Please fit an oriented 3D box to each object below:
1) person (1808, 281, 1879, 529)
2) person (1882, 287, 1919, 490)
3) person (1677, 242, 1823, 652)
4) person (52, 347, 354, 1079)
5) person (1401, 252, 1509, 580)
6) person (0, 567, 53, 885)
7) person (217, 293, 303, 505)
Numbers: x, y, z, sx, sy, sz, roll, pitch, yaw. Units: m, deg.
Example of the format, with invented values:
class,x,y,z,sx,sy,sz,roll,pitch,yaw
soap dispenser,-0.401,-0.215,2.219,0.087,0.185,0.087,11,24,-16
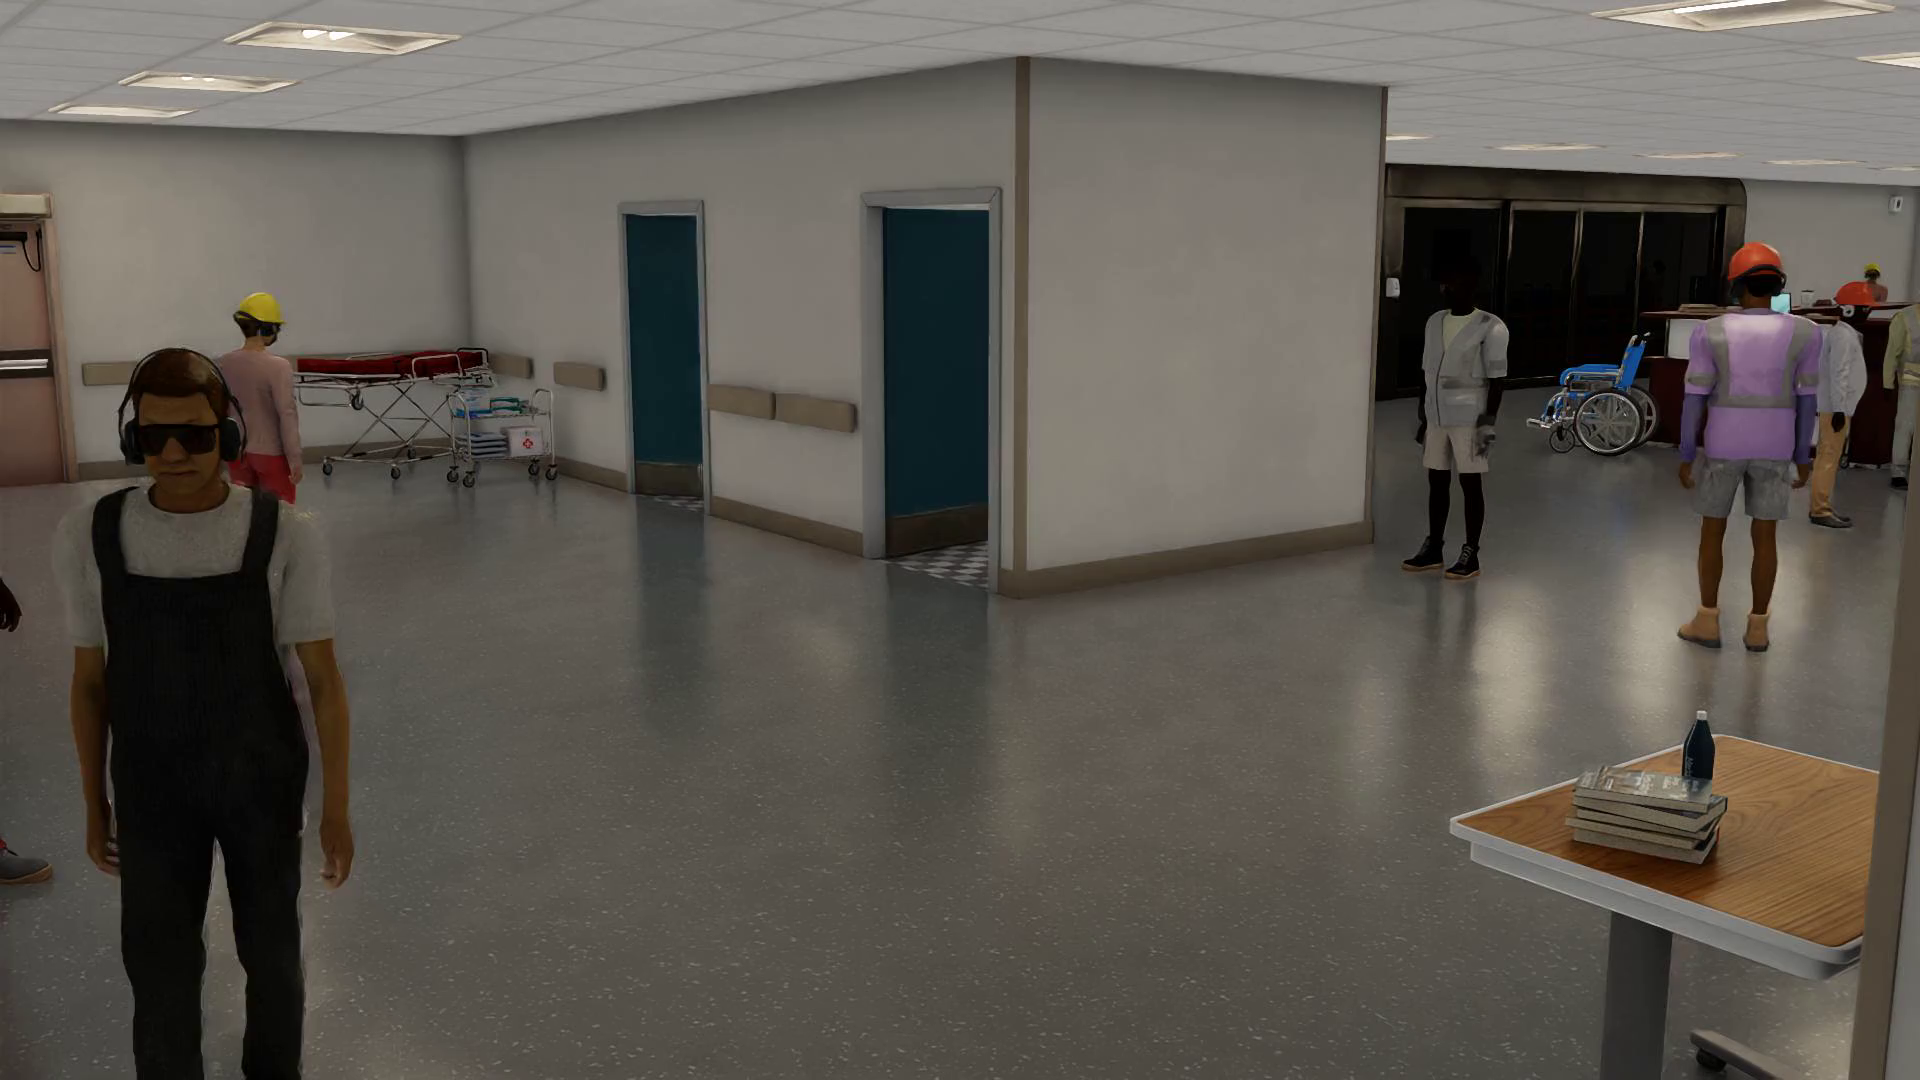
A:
class,x,y,z,sx,sy,sz,roll,pitch,yaw
person,6.315,-0.966,11.896,0.342,1.751,0.564,5,11,28
person,7.885,-1.303,13.605,0.618,1.819,0.417,1,10,5
person,3.925,-0.464,8.317,0.620,2.029,0.418,3,11,19
person,-1.466,0.545,3.247,0.526,1.811,0.872,-3,11,-17
person,3.003,-0.747,10.071,0.369,1.967,0.600,-6,12,-32
person,-3.063,0.148,5.010,0.393,1.985,0.610,0,10,1
person,-3.813,-0.470,9.121,0.528,1.756,0.346,4,11,21
